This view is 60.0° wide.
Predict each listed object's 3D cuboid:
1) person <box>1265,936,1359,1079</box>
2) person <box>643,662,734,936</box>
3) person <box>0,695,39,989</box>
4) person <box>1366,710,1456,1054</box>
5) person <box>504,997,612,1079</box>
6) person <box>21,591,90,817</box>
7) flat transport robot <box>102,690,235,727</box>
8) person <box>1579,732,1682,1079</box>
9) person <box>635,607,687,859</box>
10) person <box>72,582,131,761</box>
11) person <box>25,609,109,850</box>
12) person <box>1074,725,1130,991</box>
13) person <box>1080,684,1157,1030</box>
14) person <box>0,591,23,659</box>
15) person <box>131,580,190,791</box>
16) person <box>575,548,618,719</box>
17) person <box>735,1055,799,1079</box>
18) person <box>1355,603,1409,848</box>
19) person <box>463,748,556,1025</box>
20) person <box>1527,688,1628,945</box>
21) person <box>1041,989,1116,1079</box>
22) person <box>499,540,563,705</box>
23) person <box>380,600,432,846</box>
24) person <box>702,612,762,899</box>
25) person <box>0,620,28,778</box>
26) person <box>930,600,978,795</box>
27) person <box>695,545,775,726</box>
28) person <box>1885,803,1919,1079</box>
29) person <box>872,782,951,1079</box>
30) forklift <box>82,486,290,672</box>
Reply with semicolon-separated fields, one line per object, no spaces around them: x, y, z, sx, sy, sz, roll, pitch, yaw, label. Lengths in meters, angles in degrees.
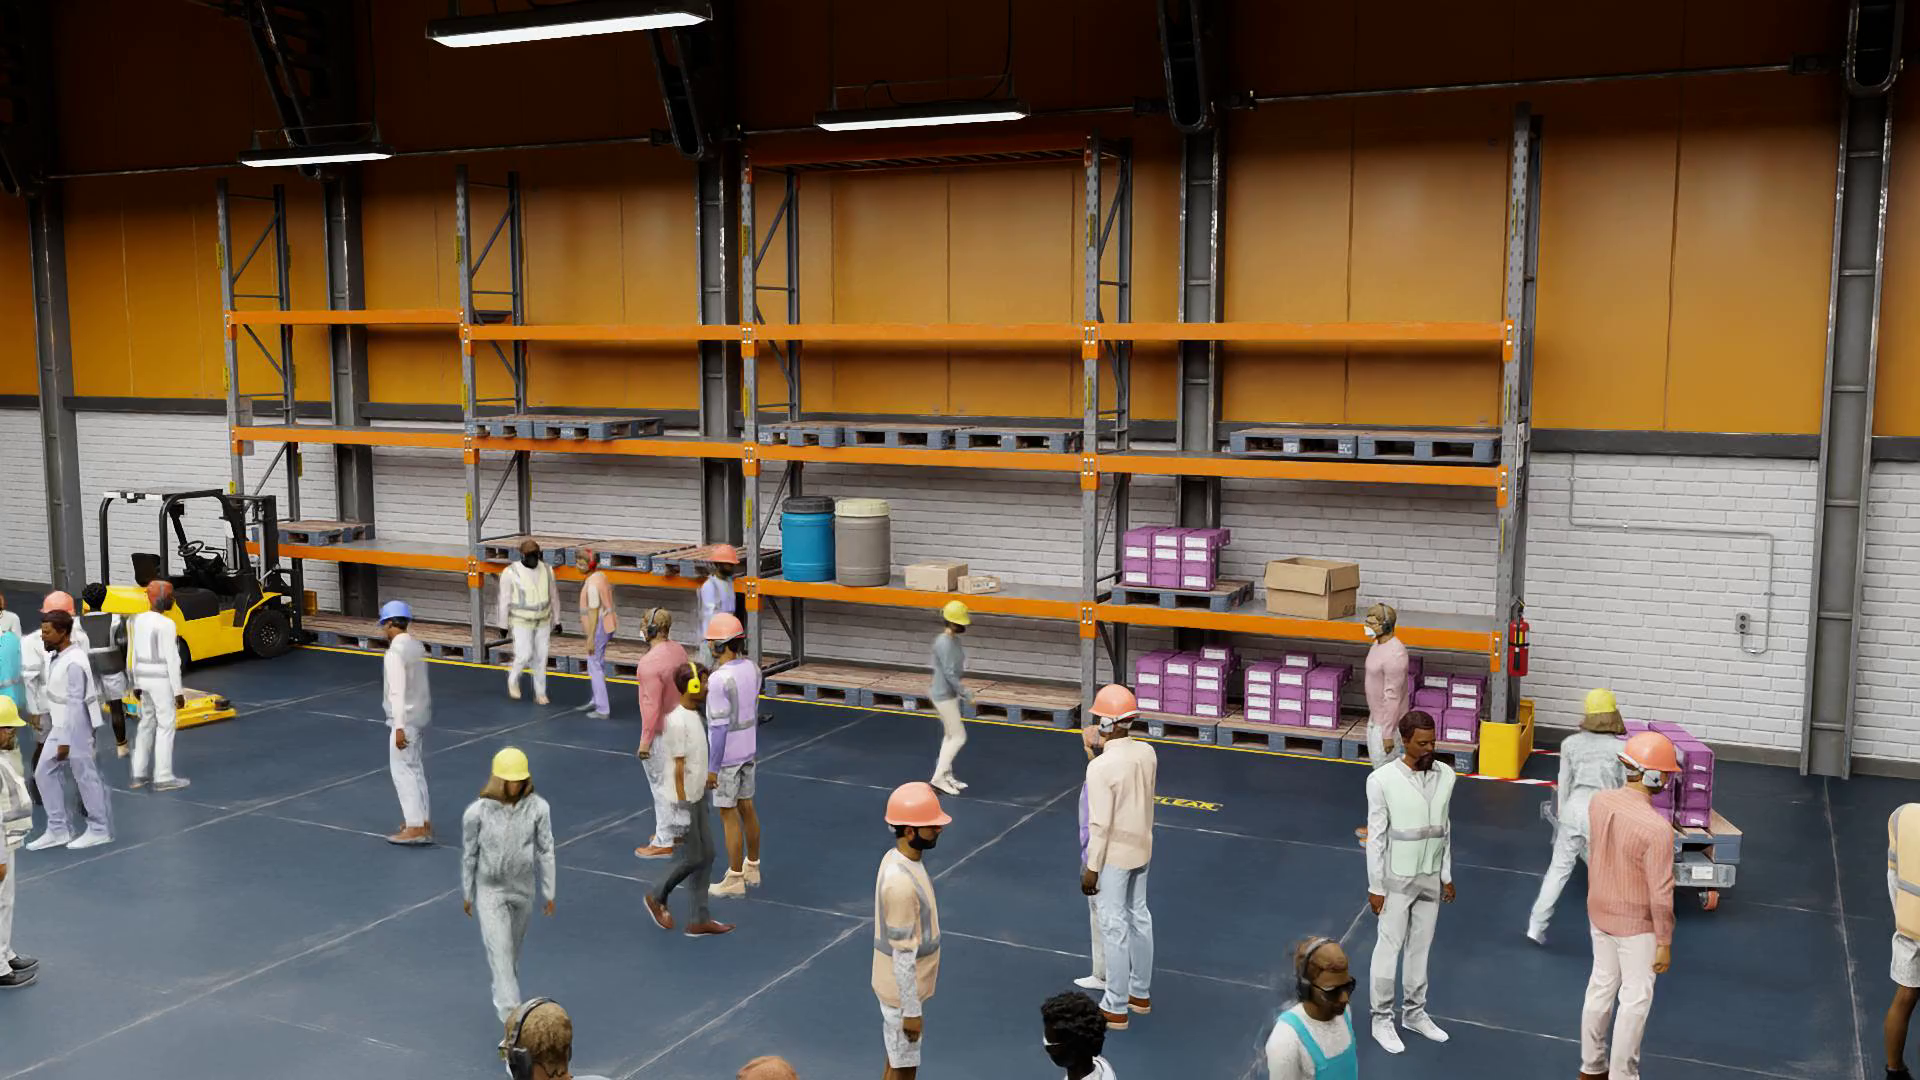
1.310;2.339;6.288;0.963;1.795;0.525;6;9;42;person
-1.837;1.738;11.096;0.610;1.826;0.591;1;7;7;person
-5.909;1.847;10.210;0.403;1.818;0.606;-4;8;-30;person
2.536;1.896;9.387;0.597;1.918;0.382;-4;8;-28;person
-1.290;2.393;5.268;0.382;1.929;0.635;3;8;25;person
-7.616;1.355;14.016;0.988;1.894;0.547;7;10;44;person
-8.344;1.730;17.514;1.431;0.197;0.652;5;8;35;flat transport robot
3.479;1.964;8.602;0.411;1.980;0.625;-2;7;-15;person
-2.305;1.473;12.803;0.367;1.939;0.634;2;7;12;person
-8.118;1.242;15.704;0.535;1.697;0.318;-4;8;-28;person
-6.981;1.481;12.854;0.722;1.898;0.606;-6;9;-42;person
0.887;1.939;10.221;0.317;1.629;0.508;3;8;25;person
0.908;1.825;9.660;0.393;1.995;0.612;6;9;39;person
-9.360;1.236;16.158;0.867;1.579;0.520;7;10;44;person
-7.146;1.287;14.701;0.712;1.871;0.402;4;8;33;person
-3.822;0.974;17.444;0.447;1.823;0.659;-1;7;-5;person
-0.581;2.508;5.584;0.358;1.615;0.506;0;7;-3;person
3.330;1.447;13.057;0.376;1.933;0.625;1;7;5;person
-2.561;1.997;9.479;0.496;1.683;0.919;-4;8;-30;person
4.069;1.827;10.696;0.482;1.745;0.669;-7;9;-43;person
0.423;2.427;5.923;0.319;1.695;0.533;1;7;11;person
-4.677;0.890;18.093;0.650;1.824;0.461;-6;9;-42;person
-4.430;1.441;13.248;0.444;1.895;0.770;0;7;-3;person
-1.660;1.531;11.897;0.391;2.041;0.615;3;7;21;person
-7.998;1.415;13.834;0.425;1.818;0.630;1;7;4;person
-0.052;1.374;14.480;0.433;1.732;0.532;2;7;13;person
-2.373;0.995;16.954;0.994;1.883;0.562;3;8;25;person
4.998;1.997;8.520;0.370;1.928;0.543;-1;7;-7;person
-0.226;2.081;7.782;0.370;1.939;0.543;0;7;-1;person
-9.426;0.454;20.179;1.214;2.155;2.313;3;8;26;forklift
